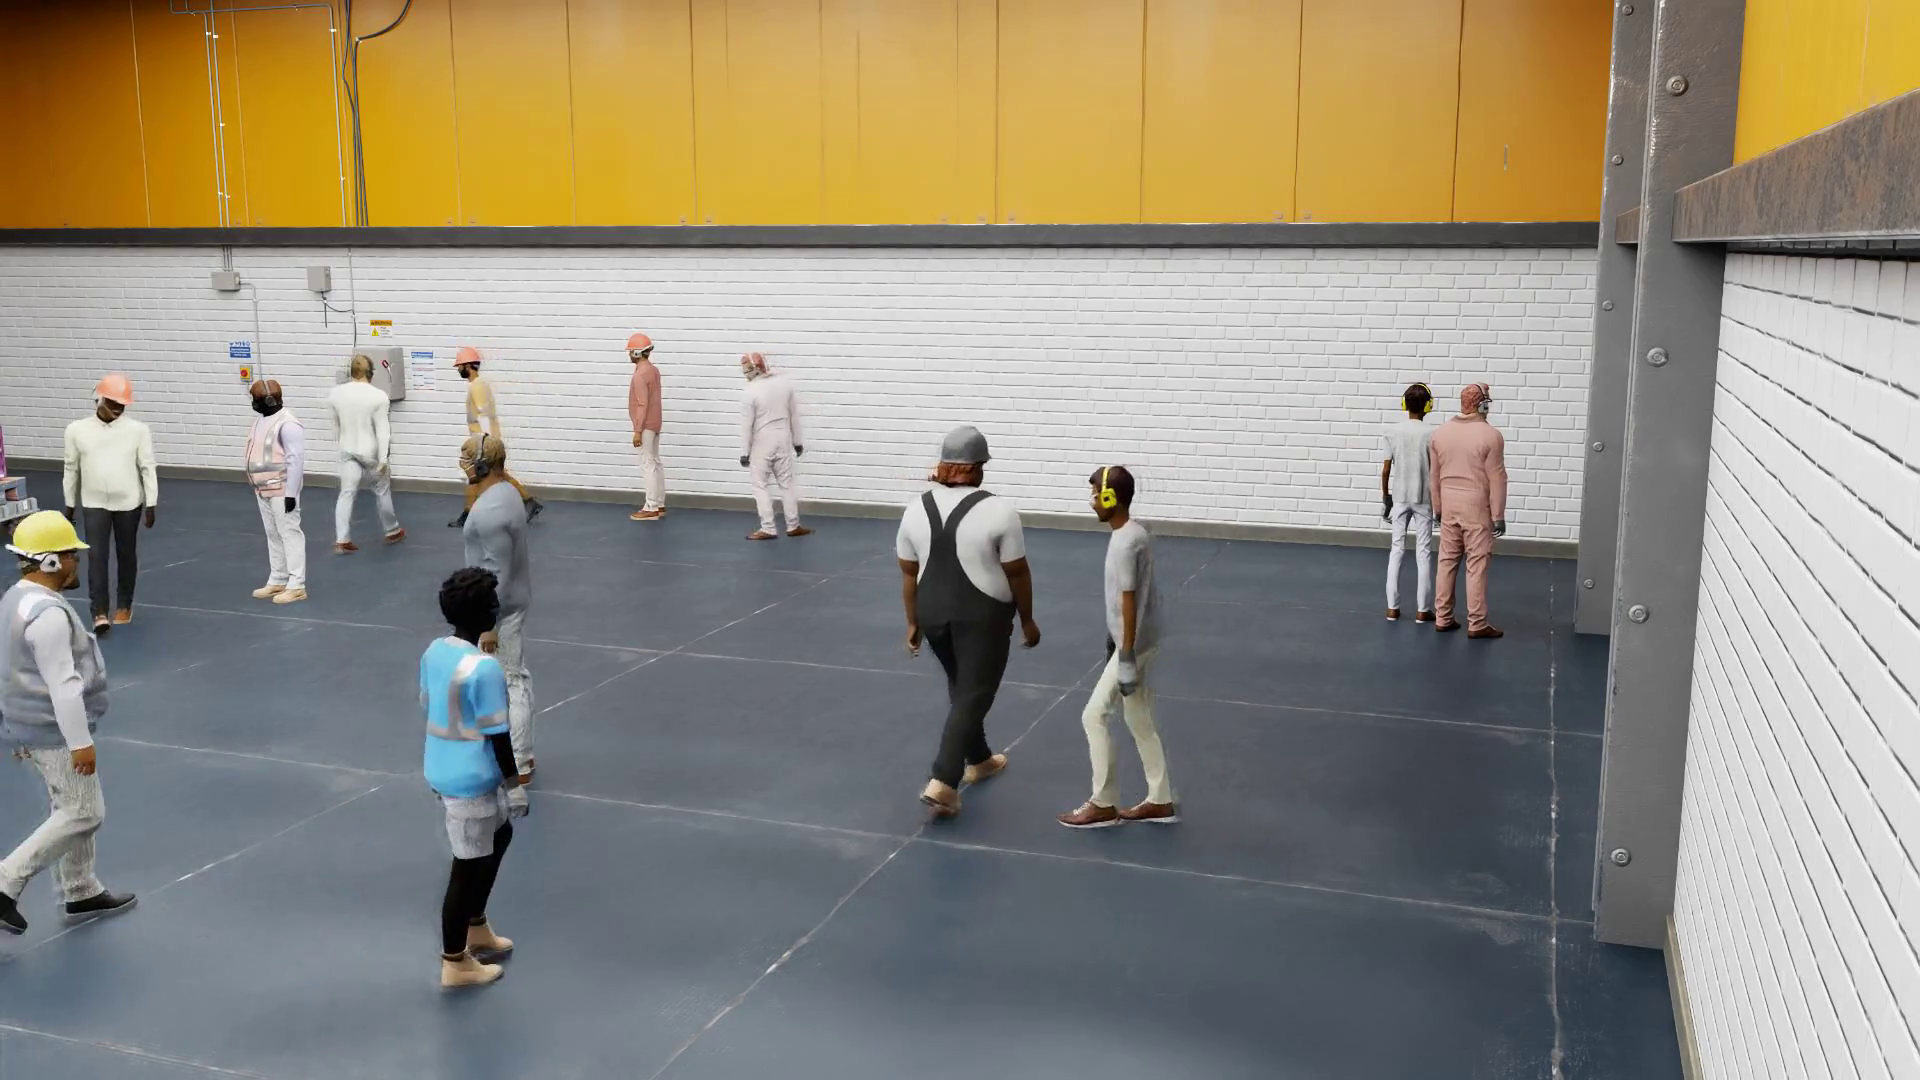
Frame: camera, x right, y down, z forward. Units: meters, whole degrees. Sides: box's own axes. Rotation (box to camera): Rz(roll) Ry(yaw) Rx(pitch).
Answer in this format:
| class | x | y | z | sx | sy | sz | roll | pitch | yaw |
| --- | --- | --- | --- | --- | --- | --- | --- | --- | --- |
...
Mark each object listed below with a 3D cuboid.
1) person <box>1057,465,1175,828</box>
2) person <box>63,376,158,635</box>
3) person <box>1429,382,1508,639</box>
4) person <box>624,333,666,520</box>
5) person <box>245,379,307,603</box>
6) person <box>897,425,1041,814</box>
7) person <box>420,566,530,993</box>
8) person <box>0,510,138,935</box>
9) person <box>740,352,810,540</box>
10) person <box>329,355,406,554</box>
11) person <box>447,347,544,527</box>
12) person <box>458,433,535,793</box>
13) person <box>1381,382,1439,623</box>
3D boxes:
| class | x | y | z | sx | sy | sz | roll | pitch | yaw |
| --- | --- | --- | --- | --- | --- | --- | --- | --- | --- |
| person | 0.773 | 0.545 | 8.336 | 0.716 | 1.829 | 0.619 | 1 | 10 | 8 |
| person | -6.413 | -0.256 | 12.557 | 0.655 | 1.932 | 0.979 | -5 | 11 | -24 |
| person | 3.821 | -0.222 | 12.443 | 0.407 | 1.910 | 0.639 | -7 | 12 | -36 |
| person | -3.370 | -1.207 | 17.748 | 0.397 | 1.992 | 0.621 | 1 | 10 | 6 |
| person | -5.627 | -0.404 | 13.671 | 0.619 | 1.839 | 0.430 | 9 | 14 | 42 |
| person | 0.003 | 0.372 | 8.726 | 0.693 | 2.000 | 0.996 | 7 | 12 | 33 |
| person | -1.887 | 0.937 | 6.556 | 0.501 | 1.682 | 0.536 | -7 | 12 | -34 |
| person | -3.879 | 0.786 | 7.018 | 0.565 | 1.816 | 0.599 | -8 | 13 | -37 |
| person | -1.870 | -0.941 | 16.620 | 0.797 | 1.874 | 0.407 | -10 | 14 | -44 |
| person | -5.718 | -0.832 | 15.949 | 0.631 | 1.891 | 1.025 | 1 | 10 | 7 |
| person | -4.856 | -1.060 | 17.296 | 0.944 | 1.891 | 0.589 | -1 | 10 | -7 |
| person | -2.474 | 0.388 | 8.923 | 0.352 | 1.937 | 0.635 | -1 | 10 | -8 |
| person | 3.527 | -0.287 | 12.922 | 0.509 | 1.870 | 0.328 | 5 | 11 | 28 |
